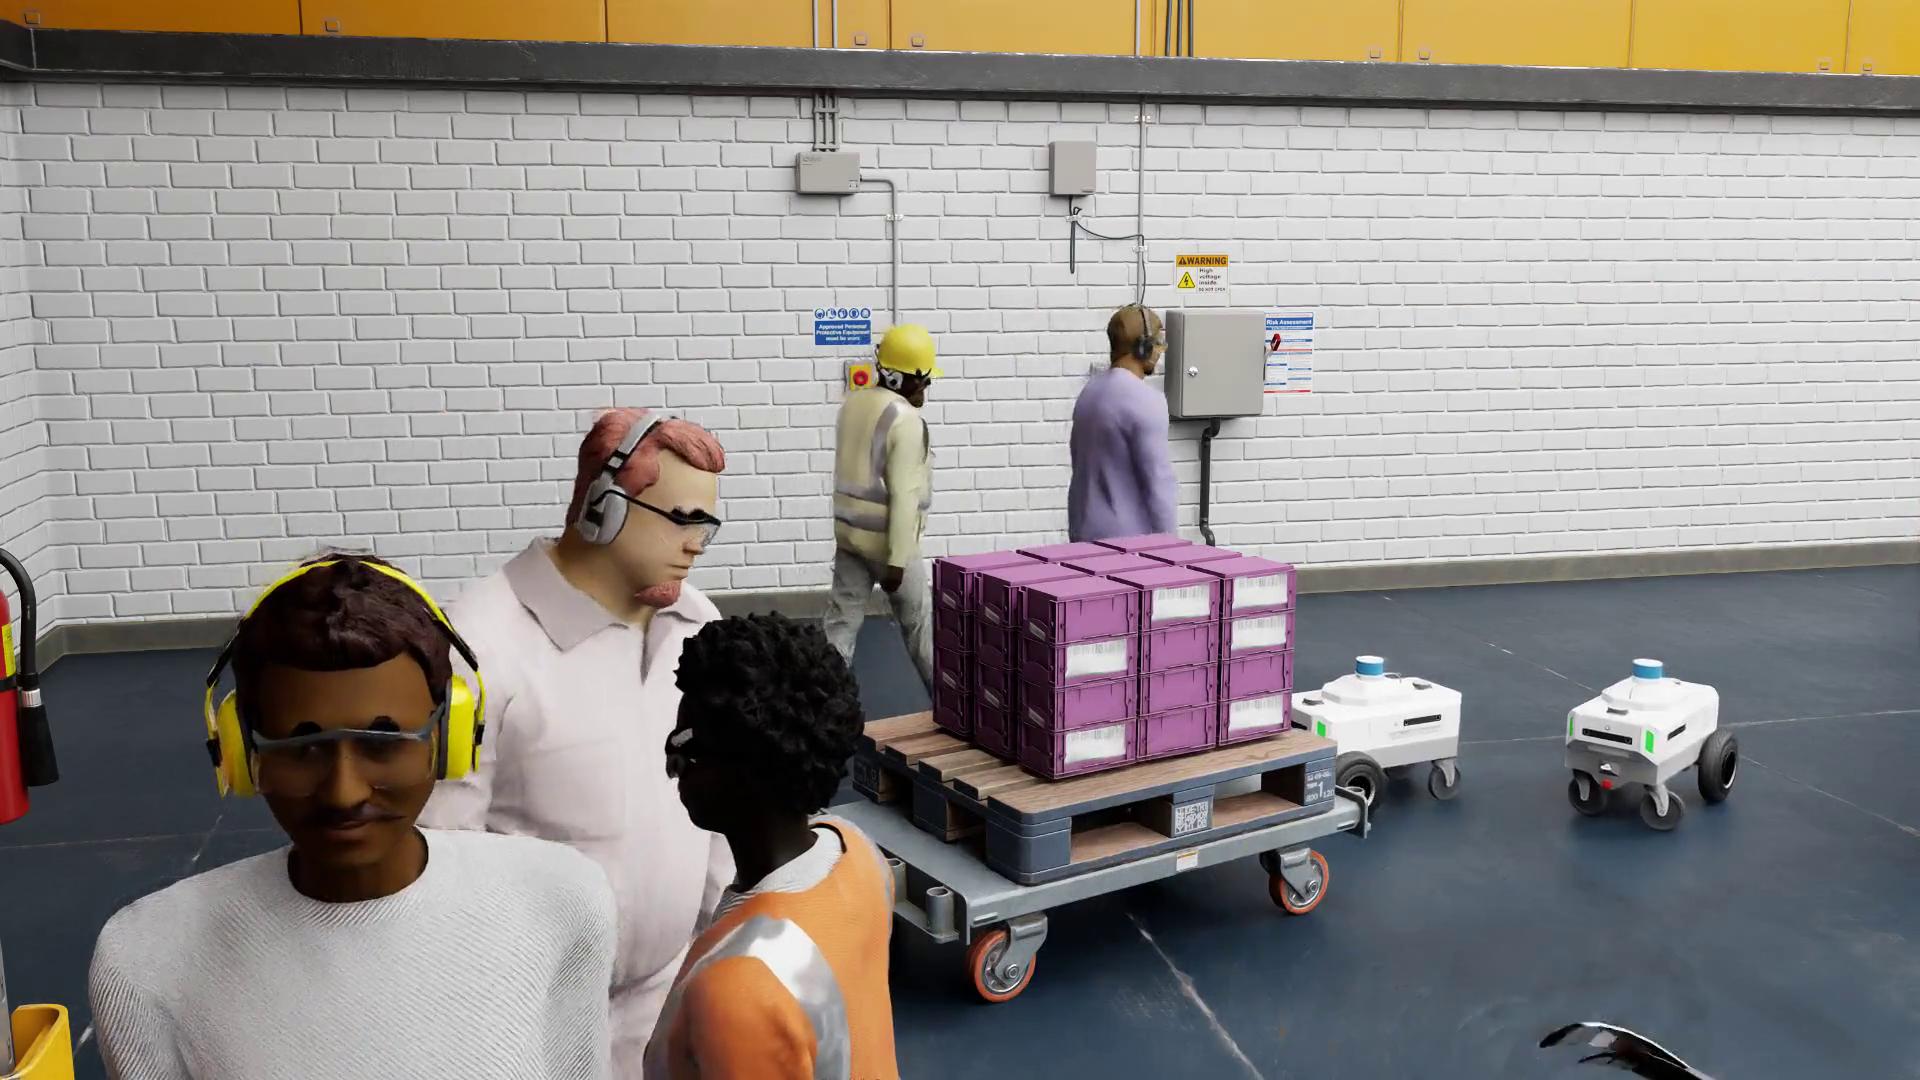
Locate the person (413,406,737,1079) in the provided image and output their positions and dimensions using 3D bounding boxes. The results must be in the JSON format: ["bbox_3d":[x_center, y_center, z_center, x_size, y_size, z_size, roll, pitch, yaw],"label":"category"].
[{"bbox_3d":[-0.601,0.727,2.659,0.423,1.874,0.725,6,12,31],"label":"person"}]

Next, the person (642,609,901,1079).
[{"bbox_3d":[-0.215,0.922,2.071,0.322,1.697,0.530,2,10,8],"label":"person"}]

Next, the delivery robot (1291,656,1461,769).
[{"bbox_3d":[1.545,0.683,6.304,0.707,0.478,0.477,-5,11,-25],"label":"delivery robot"}]

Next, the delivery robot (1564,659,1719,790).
[{"bbox_3d":[2.570,0.692,6.255,0.477,0.478,0.707,9,14,42],"label":"delivery robot"}]

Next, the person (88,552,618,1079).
[{"bbox_3d":[-0.589,0.906,1.747,0.521,1.850,0.669,-4,11,-21],"label":"person"}]

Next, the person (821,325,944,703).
[{"bbox_3d":[-0.251,-0.015,7.016,0.874,1.774,0.610,-8,13,-38],"label":"person"}]

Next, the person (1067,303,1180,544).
[{"bbox_3d":[0.556,0.012,6.599,1.008,1.895,0.630,-3,11,-14],"label":"person"}]

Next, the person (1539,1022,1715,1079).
[{"bbox_3d":[0.363,1.058,1.086,0.579,1.791,0.927,-5,12,-28],"label":"person"}]
